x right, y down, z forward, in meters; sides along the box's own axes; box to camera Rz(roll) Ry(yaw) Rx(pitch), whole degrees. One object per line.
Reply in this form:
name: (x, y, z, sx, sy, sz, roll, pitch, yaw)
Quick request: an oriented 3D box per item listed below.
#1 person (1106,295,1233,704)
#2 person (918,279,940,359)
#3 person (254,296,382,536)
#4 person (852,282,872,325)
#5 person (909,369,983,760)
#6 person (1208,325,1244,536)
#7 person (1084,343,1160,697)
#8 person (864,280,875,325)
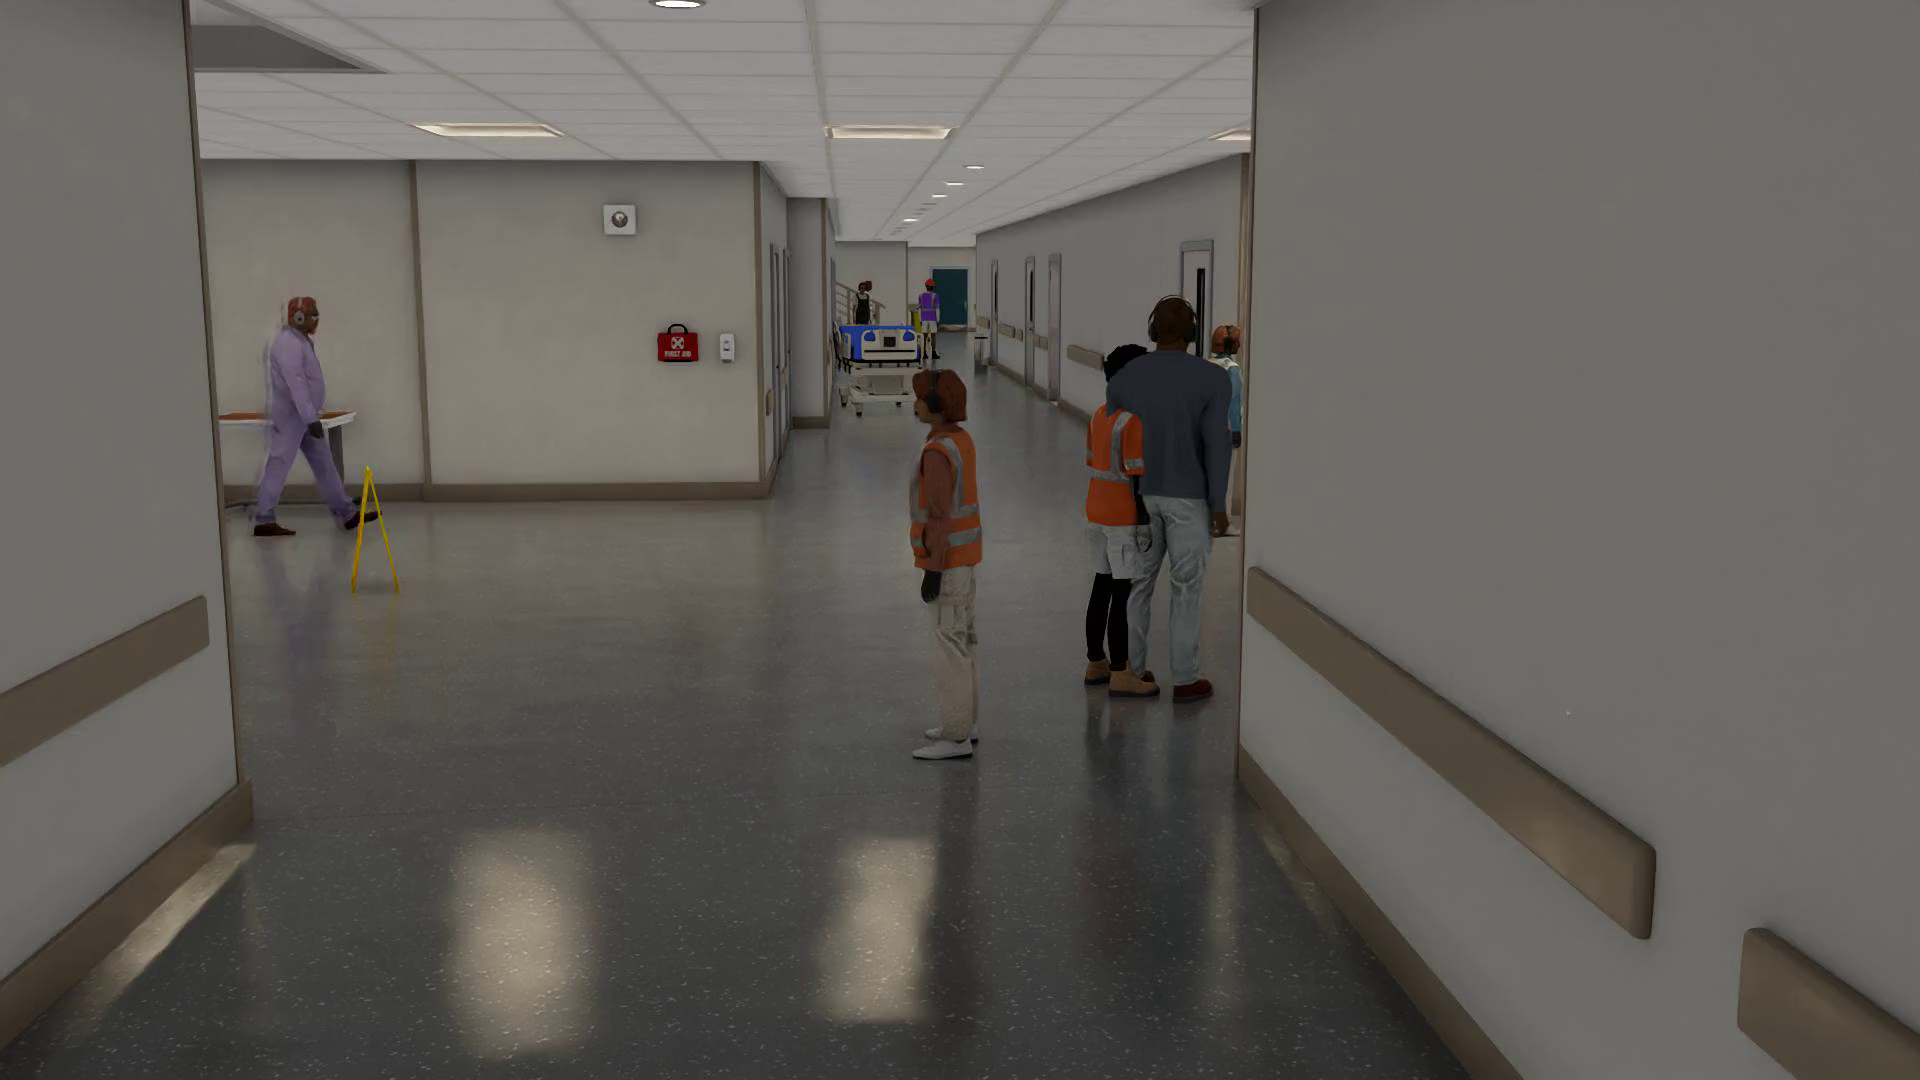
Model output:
person: (0.986, -0.190, 7.900, 0.631, 1.932, 0.364, 5, 11, 31)
person: (-0.734, -5.353, 40.289, 0.545, 1.938, 0.362, 4, 10, 23)
person: (-5.079, -0.954, 12.952, 0.966, 1.855, 0.647, -1, 9, -9)
person: (-2.504, -5.666, 42.533, 0.516, 1.843, 0.327, -5, 10, -27)
person: (-0.057, 0.102, 6.982, 0.311, 1.636, 0.522, 2, 9, 12)
person: (2.048, -0.850, 12.954, 0.307, 1.639, 0.525, -3, 9, -16)
person: (0.783, -0.097, 8.043, 0.318, 1.695, 0.539, -3, 10, -20)
person: (-2.658, -6.500, 47.715, 0.374, 1.875, 0.580, 2, 9, 11)
